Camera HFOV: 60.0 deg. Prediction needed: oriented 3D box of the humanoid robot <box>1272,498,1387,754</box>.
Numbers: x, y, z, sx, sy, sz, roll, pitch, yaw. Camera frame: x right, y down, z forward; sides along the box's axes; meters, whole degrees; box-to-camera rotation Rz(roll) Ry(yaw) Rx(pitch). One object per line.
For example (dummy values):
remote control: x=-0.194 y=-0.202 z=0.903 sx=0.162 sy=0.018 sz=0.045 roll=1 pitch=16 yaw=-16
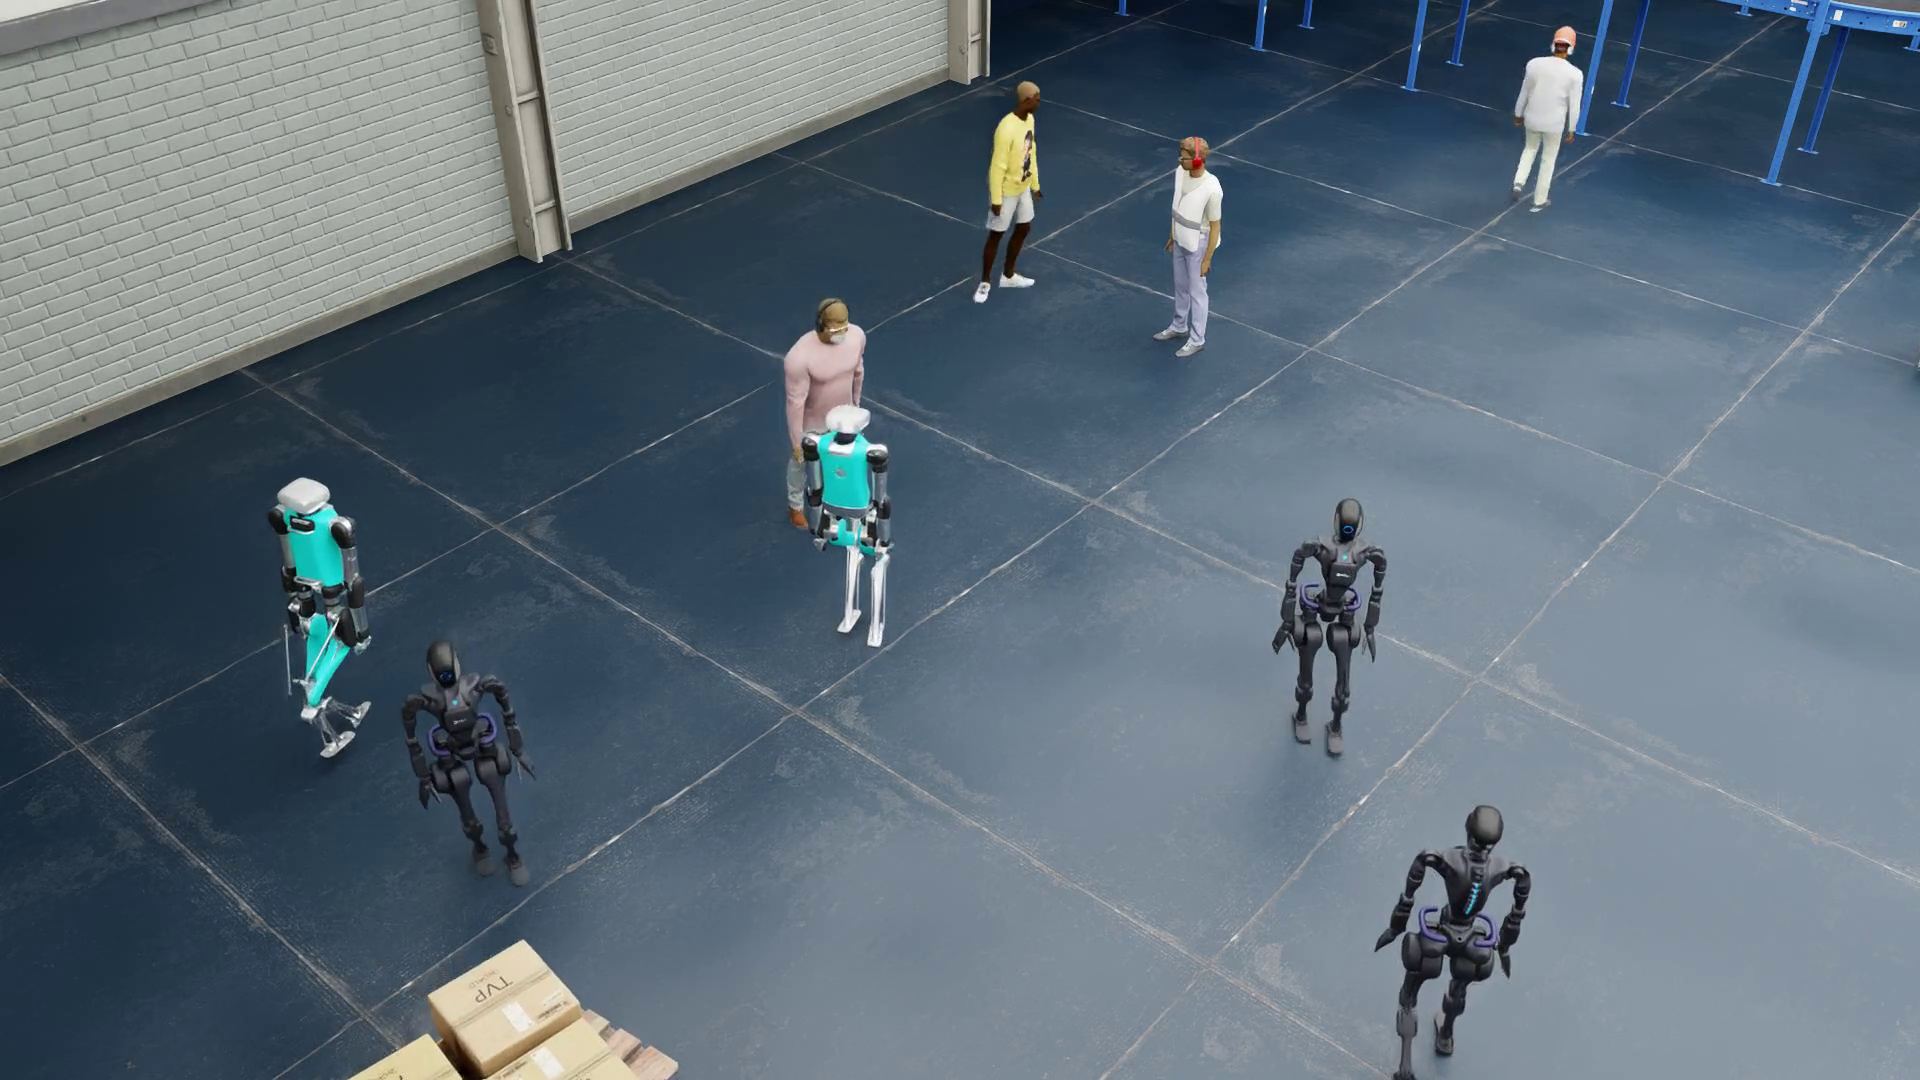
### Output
humanoid robot: x=2.098 y=0.484 z=9.488 sx=0.590 sy=1.648 sz=0.358 roll=1 pitch=35 yaw=2

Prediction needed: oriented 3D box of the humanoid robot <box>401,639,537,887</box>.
humanoid robot: x=-2.517 y=1.129 z=8.593 sx=0.601 sy=1.638 sz=0.456 roll=-14 pitch=38 yaw=-19

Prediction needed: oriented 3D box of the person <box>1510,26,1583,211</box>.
person: x=5.521 y=-3.961 z=15.695 sx=0.632 sy=1.719 sz=0.466 roll=26 pitch=43 yaw=32

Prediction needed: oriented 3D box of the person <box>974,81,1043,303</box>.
person: x=0.381 y=-2.958 z=14.174 sx=0.345 sy=1.862 sz=0.768 roll=23 pitch=41 yaw=28

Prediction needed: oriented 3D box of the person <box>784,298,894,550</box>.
person: x=-0.892 y=-0.790 z=11.114 sx=0.675 sy=1.881 sz=0.958 roll=-24 pitch=42 yaw=-30

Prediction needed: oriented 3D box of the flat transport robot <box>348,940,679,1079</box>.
flat transport robot: x=-2.045 y=2.751 z=7.525 sx=1.431 sy=0.231 sz=0.659 roll=21 pitch=41 yaw=27

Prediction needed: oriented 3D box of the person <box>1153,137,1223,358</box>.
person: x=1.872 y=-2.356 z=13.342 sx=0.382 sy=1.839 sz=0.564 roll=-15 pitch=38 yaw=-20

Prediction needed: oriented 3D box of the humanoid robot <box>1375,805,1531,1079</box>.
humanoid robot: x=2.233 y=1.853 z=7.596 sx=0.616 sy=1.664 sz=0.561 roll=5 pitch=36 yaw=6

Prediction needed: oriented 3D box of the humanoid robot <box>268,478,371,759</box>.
humanoid robot: x=-3.637 y=0.551 z=9.359 sx=0.535 sy=1.764 sz=0.928 roll=12 pitch=37 yaw=16

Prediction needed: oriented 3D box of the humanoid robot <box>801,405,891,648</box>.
humanoid robot: x=-0.618 y=-0.161 z=10.294 sx=0.536 sy=1.741 sz=0.710 roll=9 pitch=36 yaw=13
